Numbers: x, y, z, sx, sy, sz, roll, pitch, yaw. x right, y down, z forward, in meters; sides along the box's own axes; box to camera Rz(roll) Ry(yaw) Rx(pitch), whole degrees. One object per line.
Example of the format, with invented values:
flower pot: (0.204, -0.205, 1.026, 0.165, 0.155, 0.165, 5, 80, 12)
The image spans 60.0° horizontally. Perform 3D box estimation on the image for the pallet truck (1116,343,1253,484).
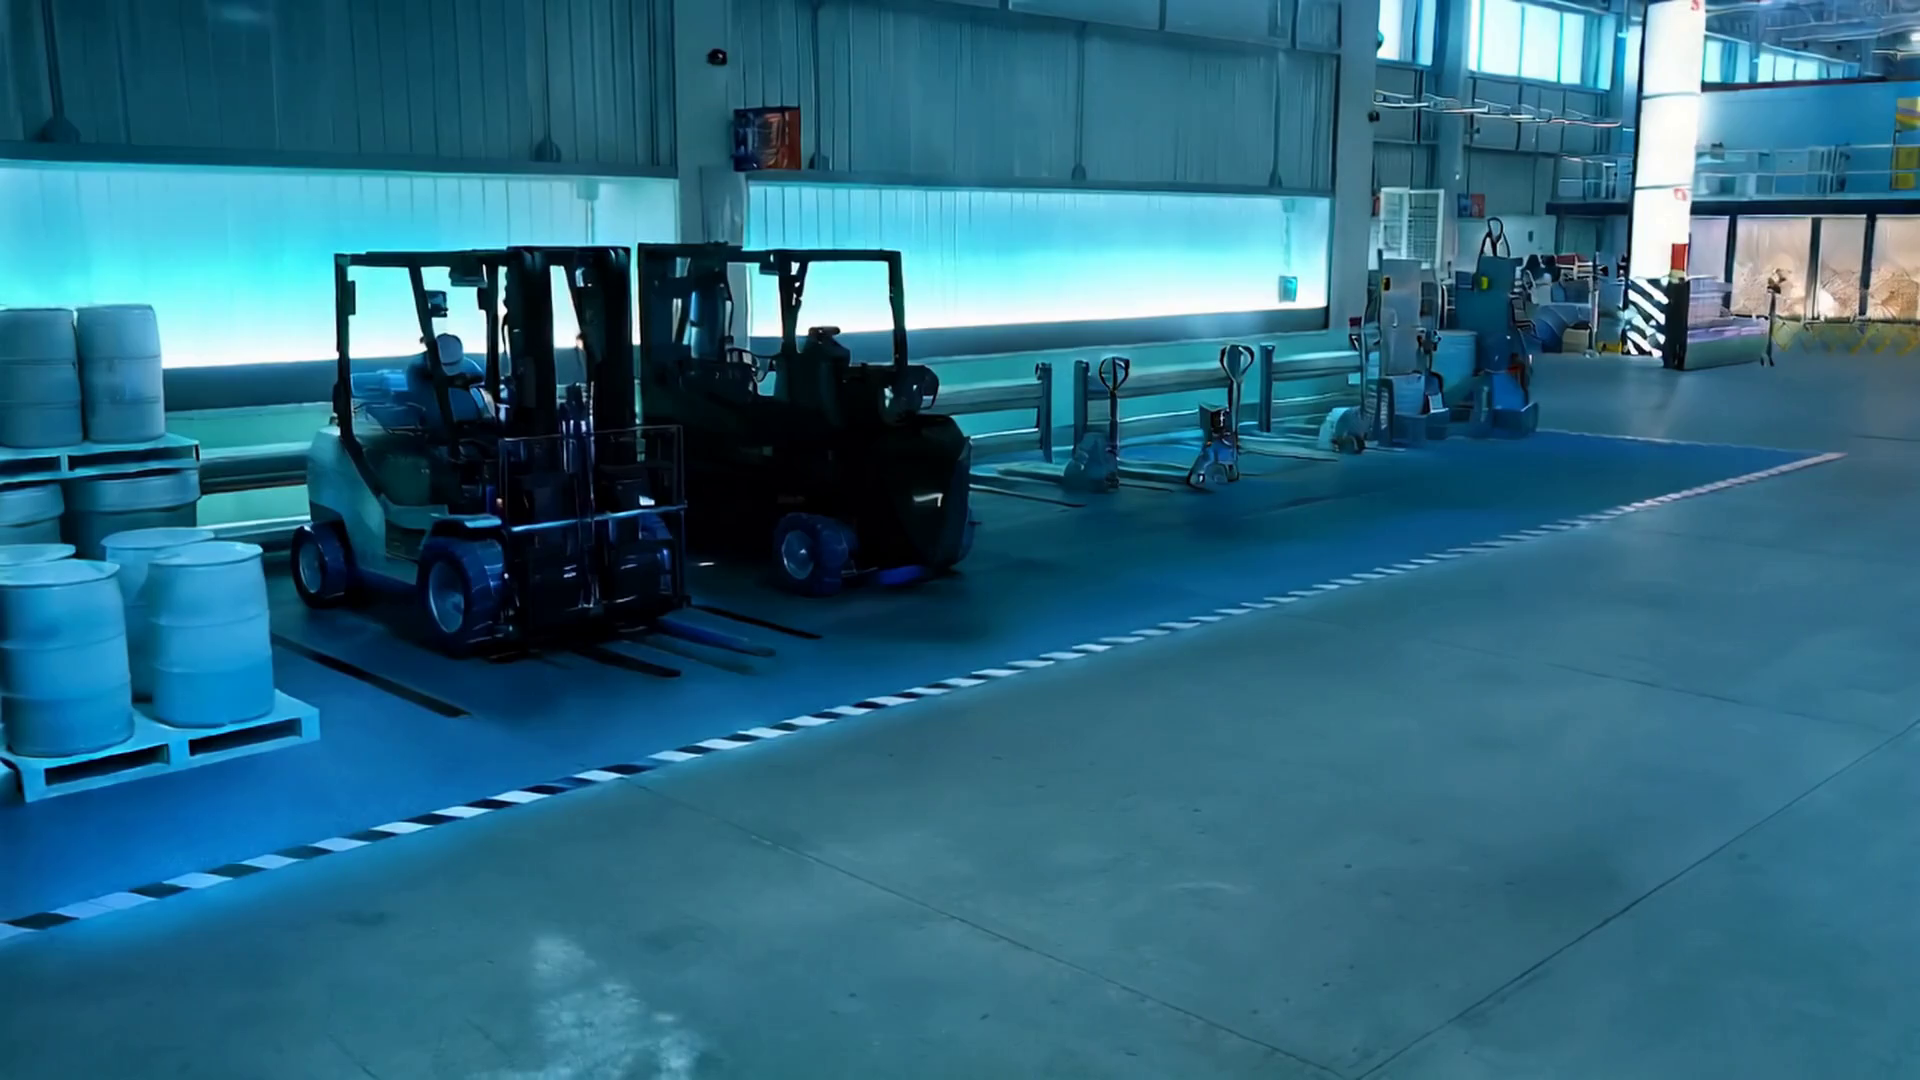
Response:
pallet truck: (1.962, -1.215, 15.415, 1.522, 1.261, 0.704, 10, 14, 43)

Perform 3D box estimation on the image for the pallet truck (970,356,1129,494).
pallet truck: (0.784, -1.085, 14.876, 0.680, 1.201, 1.601, -10, 14, -44)

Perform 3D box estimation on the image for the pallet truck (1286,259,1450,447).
pallet truck: (4.493, -2.078, 18.196, 0.823, 1.965, 1.885, -9, 14, -40)

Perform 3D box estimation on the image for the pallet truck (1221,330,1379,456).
pallet truck: (3.563, -1.581, 17.381, 0.653, 1.274, 1.630, -10, 14, -44)

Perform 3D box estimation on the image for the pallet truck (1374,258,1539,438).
pallet truck: (5.704, -2.208, 18.901, 1.885, 1.965, 0.823, 10, 14, 43)

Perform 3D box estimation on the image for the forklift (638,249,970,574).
forklift: (-1.173, -0.958, 11.239, 2.680, 1.987, 1.157, 10, 14, 43)

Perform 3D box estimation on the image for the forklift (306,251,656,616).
forklift: (-2.833, -0.669, 9.694, 1.157, 1.987, 2.680, -10, 14, -44)
